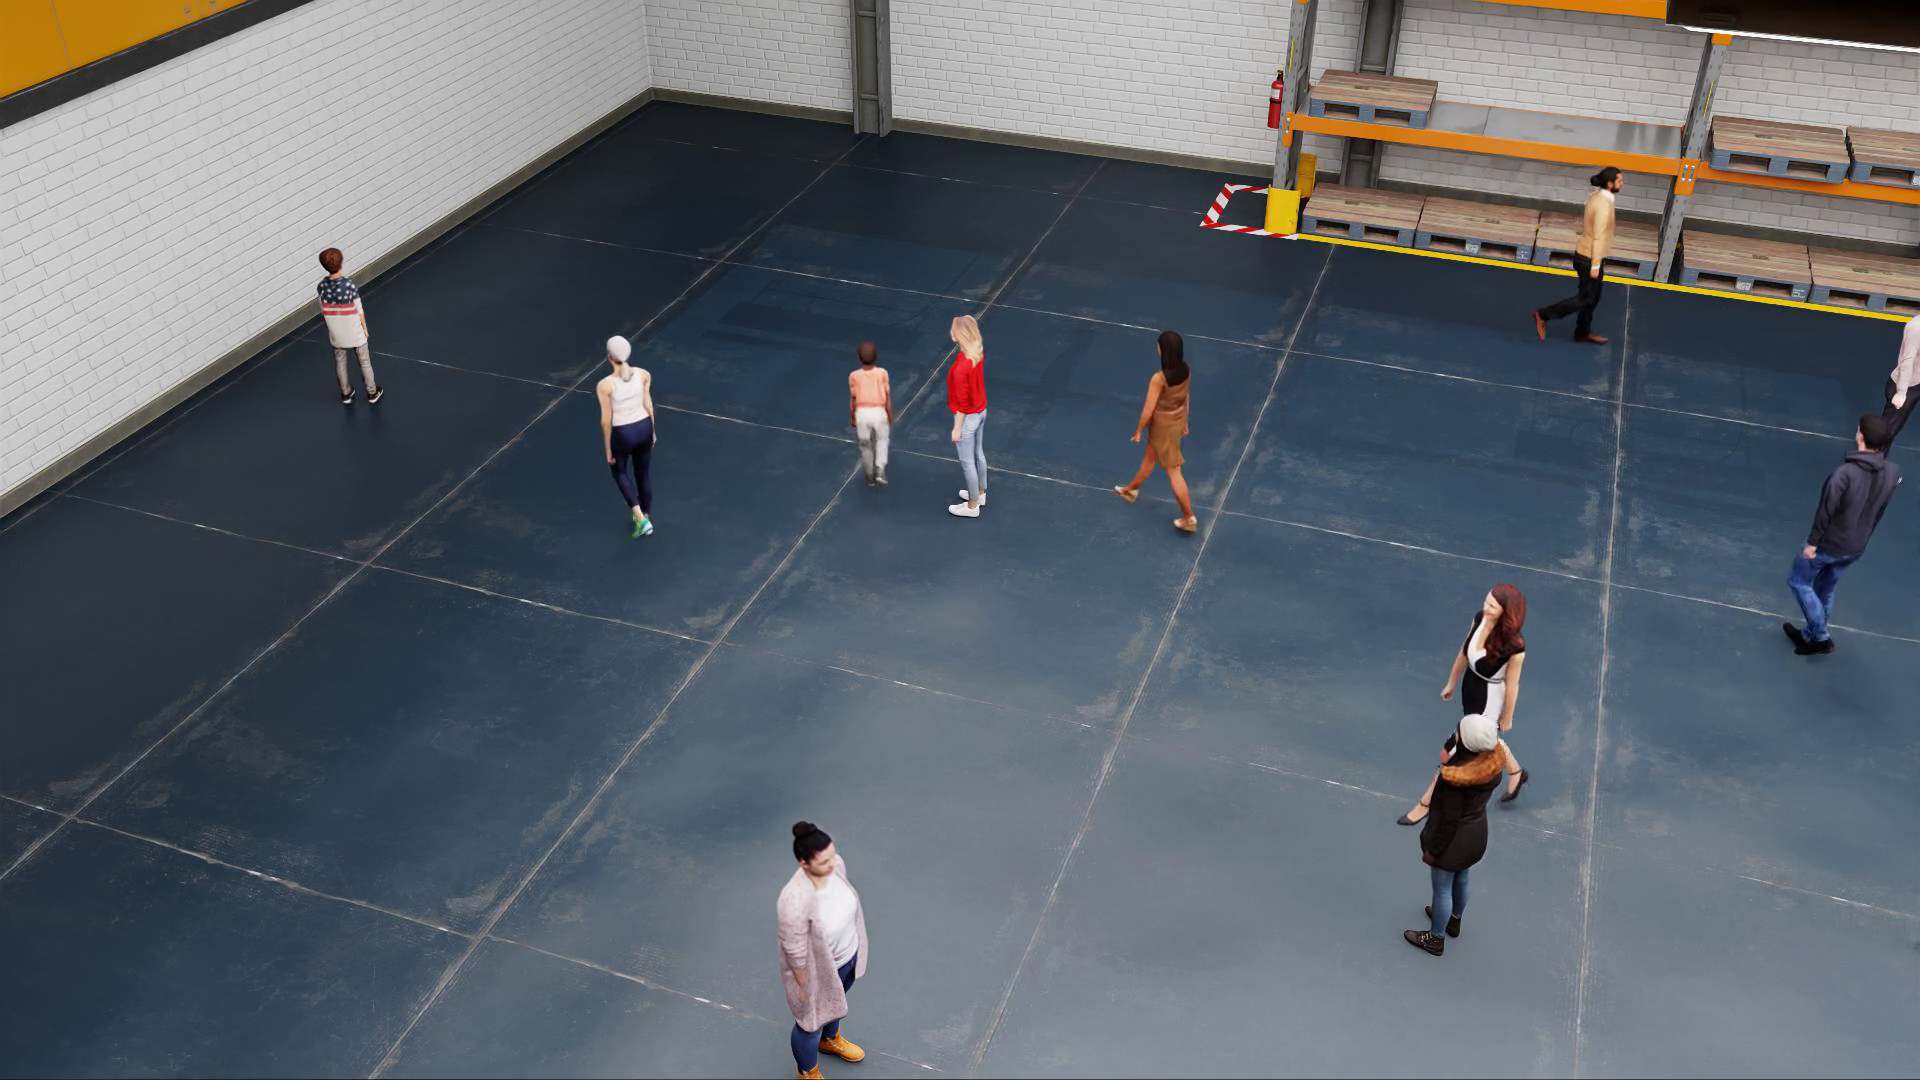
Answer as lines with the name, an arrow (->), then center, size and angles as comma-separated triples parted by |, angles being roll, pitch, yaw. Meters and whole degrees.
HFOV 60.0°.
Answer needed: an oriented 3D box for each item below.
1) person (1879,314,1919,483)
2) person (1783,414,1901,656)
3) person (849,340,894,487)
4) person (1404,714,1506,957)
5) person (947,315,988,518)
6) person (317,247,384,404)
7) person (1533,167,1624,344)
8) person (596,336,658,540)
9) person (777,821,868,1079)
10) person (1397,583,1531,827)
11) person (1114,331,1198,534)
person -> 7.603, -1.252, 13.334 | 0.707, 1.810, 0.706 | -27, 42, -34
person -> 6.017, 0.055, 11.310 | 0.890, 1.875, 0.945 | -8, 34, -12
person -> -0.708, -0.985, 13.389 | 0.638, 1.305, 0.677 | -2, 34, -4
person -> 2.742, 1.617, 9.177 | 0.727, 1.634, 0.741 | -28, 43, -35
person -> 0.065, -0.962, 12.994 | 0.495, 1.702, 0.617 | 12, 35, 17
person -> -5.406, -1.886, 14.625 | 0.512, 1.437, 0.628 | -1, 34, -1
person -> 5.786, -2.613, 15.448 | 0.960, 1.737, 0.673 | 9, 35, 14
person -> -2.457, -0.728, 12.655 | 0.816, 1.689, 0.892 | -20, 39, -27
person -> -0.710, 2.089, 8.368 | 0.643, 1.743, 0.702 | 15, 36, 21
person -> 3.205, 0.989, 10.012 | 1.198, 1.755, 1.037 | -9, 35, -13
person -> 1.647, -0.782, 12.782 | 1.123, 1.638, 0.828 | 26, 41, 33
